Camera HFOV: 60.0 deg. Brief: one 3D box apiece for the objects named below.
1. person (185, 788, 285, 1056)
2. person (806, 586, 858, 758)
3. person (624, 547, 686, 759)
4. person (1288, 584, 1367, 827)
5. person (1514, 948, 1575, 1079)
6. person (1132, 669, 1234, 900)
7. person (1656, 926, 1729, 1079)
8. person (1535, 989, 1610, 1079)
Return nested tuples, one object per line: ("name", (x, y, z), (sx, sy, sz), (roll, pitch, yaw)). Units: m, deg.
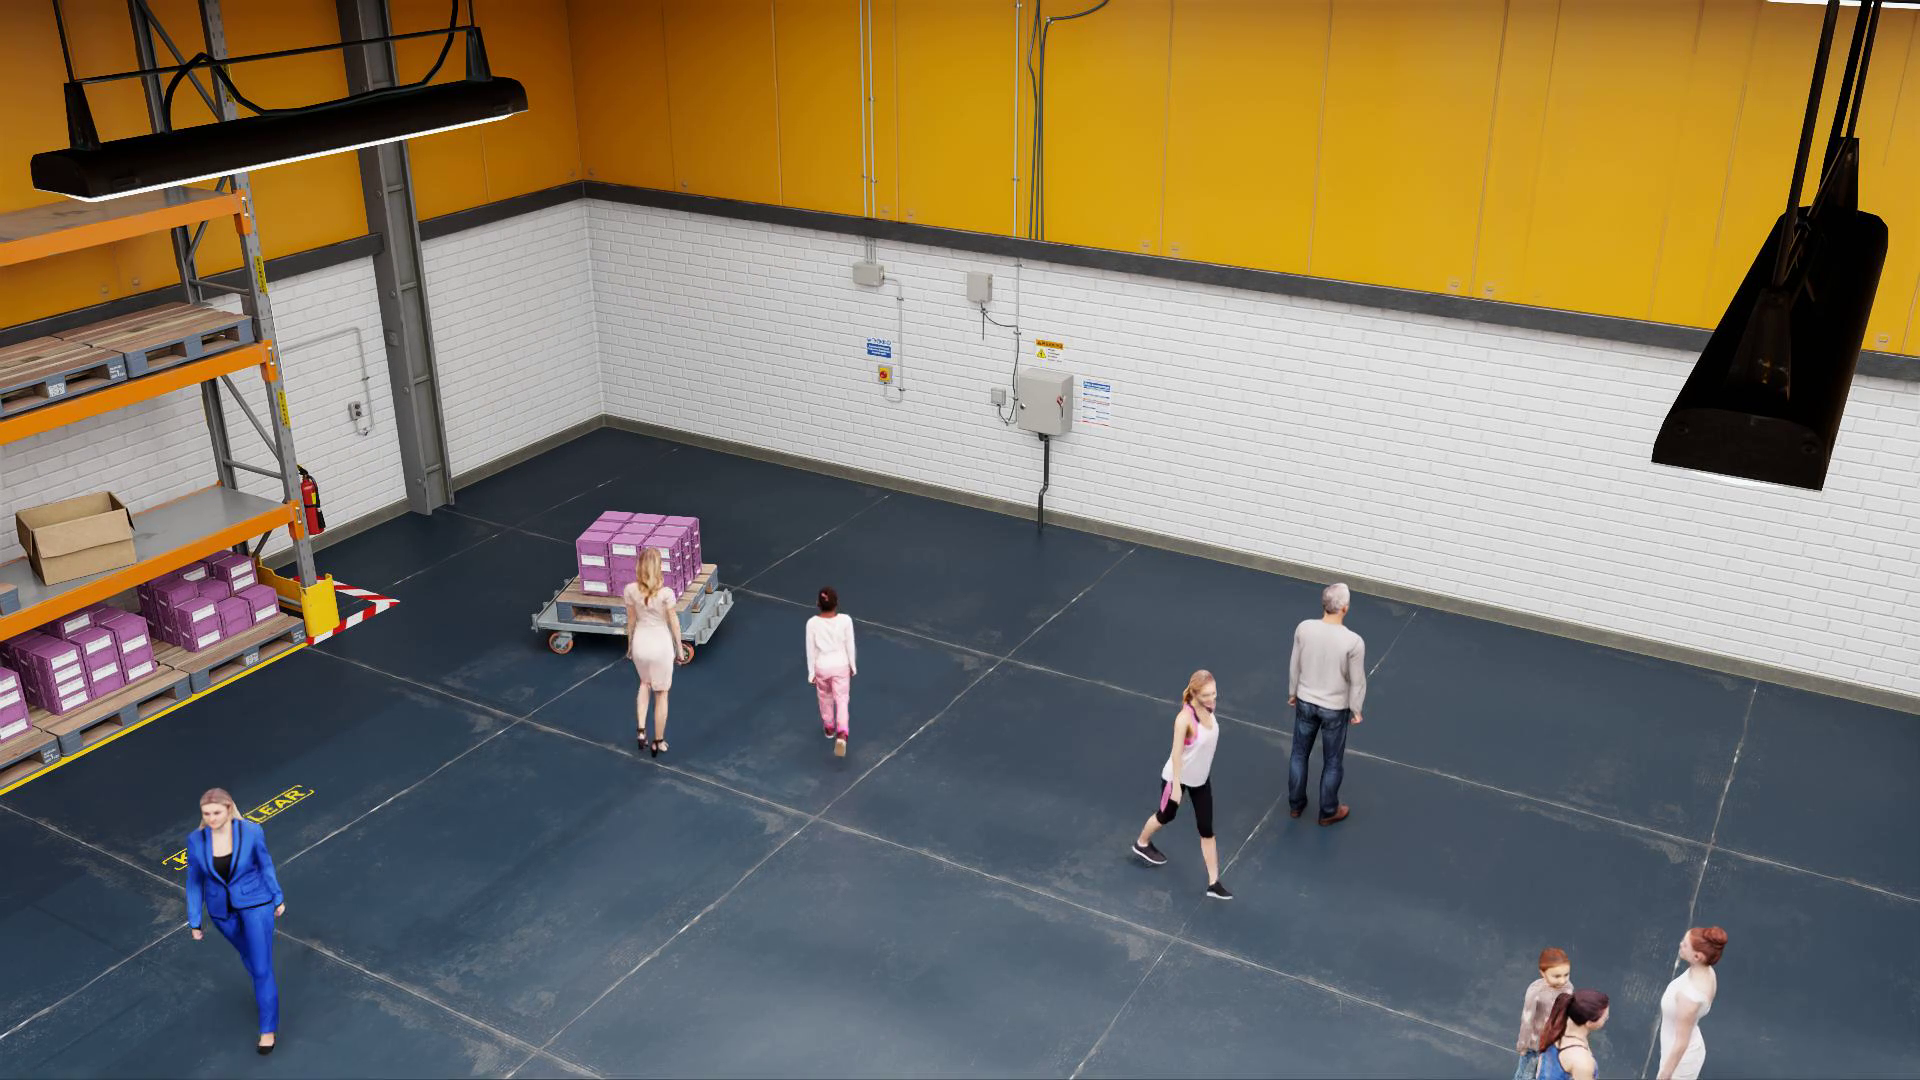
("person", (-4.424, 2.234, 10.282), (1.013, 1.672, 1.113), (-4, 24, -8))
("person", (-1.025, 1.044, 13.314), (0.879, 1.424, 1.006), (-3, 24, -6))
("person", (-2.450, 0.933, 13.072), (0.664, 1.820, 0.699), (5, 24, 12))
("person", (2.691, 1.218, 12.317), (0.758, 1.904, 0.647), (16, 28, 32))
("person", (3.332, 2.834, 9.507), (0.550, 1.194, 0.612), (-6, 24, -14))
("person", (1.511, 1.633, 11.596), (0.969, 1.720, 1.196), (21, 31, 39))
("person", (3.842, 2.790, 8.861), (0.647, 1.792, 0.456), (15, 28, 31))
("person", (3.035, 2.981, 8.672), (0.764, 1.594, 0.684), (-1, 24, -2))
